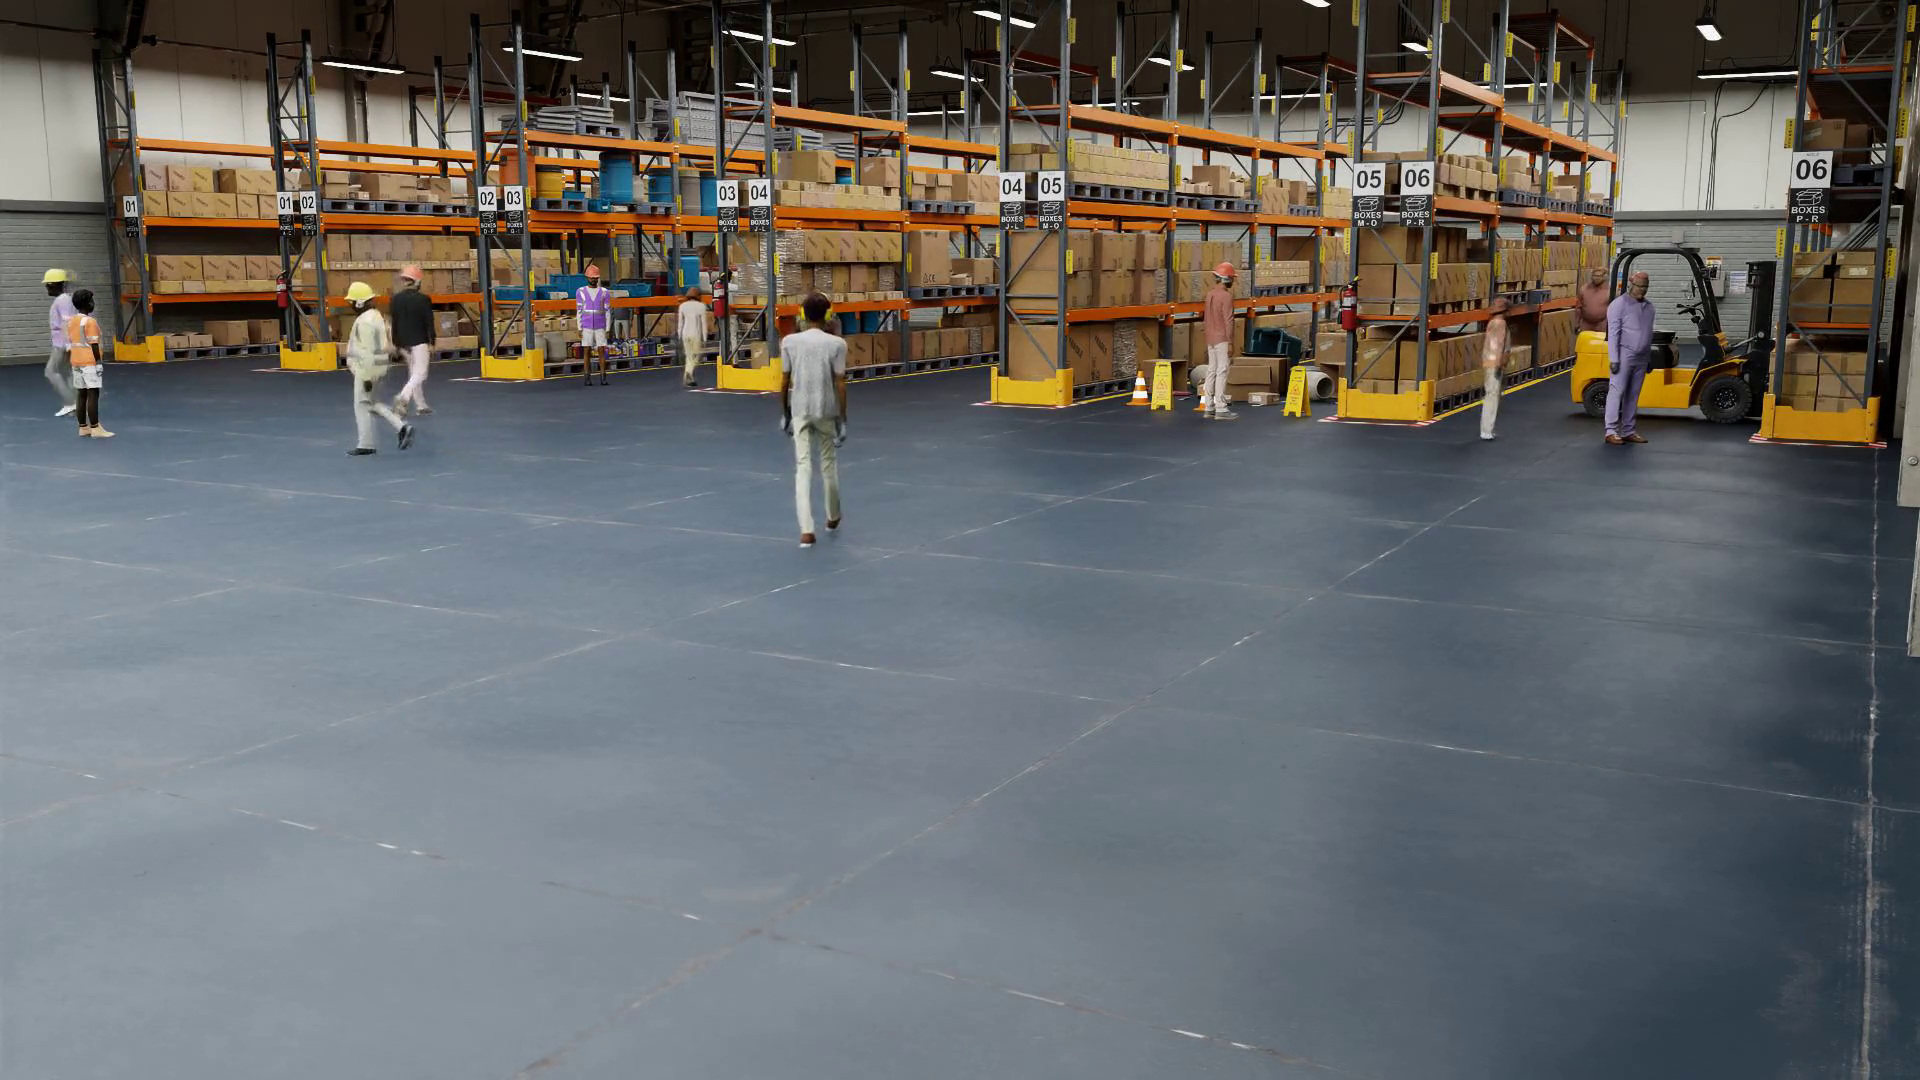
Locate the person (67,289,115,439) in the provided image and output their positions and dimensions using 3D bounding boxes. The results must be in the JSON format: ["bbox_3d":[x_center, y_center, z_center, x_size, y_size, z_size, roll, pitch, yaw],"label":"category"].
[{"bbox_3d":[-9.936,-2.000,18.958,0.539,1.696,0.317,7,12,35],"label":"person"}]

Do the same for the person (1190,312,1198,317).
[{"bbox_3d":[4.853,-4.396,33.189,0.513,1.630,0.318,2,10,14],"label":"person"}]

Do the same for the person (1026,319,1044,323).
[{"bbox_3d":[1.435,-4.118,31.389,0.526,1.684,0.984,8,12,38],"label":"person"}]

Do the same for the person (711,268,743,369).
[{"bbox_3d":[-4.274,-4.063,30.559,0.586,1.860,0.342,-1,10,-4],"label":"person"}]

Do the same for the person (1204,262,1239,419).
[{"bbox_3d":[3.338,-2.533,21.211,0.388,1.990,0.624,-3,10,-19],"label":"person"}]

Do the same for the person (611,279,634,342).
[{"bbox_3d":[-6.599,-4.277,32.473,0.497,1.633,0.284,4,10,20],"label":"person"}]

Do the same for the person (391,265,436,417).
[{"bbox_3d":[-7.052,-2.545,21.374,0.628,1.970,0.852,3,10,19],"label":"person"}]

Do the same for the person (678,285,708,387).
[{"bbox_3d":[-4.249,-3.212,26.248,0.534,1.617,0.466,4,10,22],"label":"person"}]

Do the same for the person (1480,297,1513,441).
[{"bbox_3d":[6.069,-1.928,18.807,0.319,1.607,0.670,1,10,7],"label":"person"}]

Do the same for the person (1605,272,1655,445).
[{"bbox_3d":[7.439,-2.006,18.404,0.640,1.901,0.401,-5,11,-26],"label":"person"}]

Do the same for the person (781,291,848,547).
[{"bbox_3d":[-1.061,-0.898,12.154,0.515,1.822,0.969,0,10,0],"label":"person"}]

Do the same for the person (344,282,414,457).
[{"bbox_3d":[-6.045,-1.754,17.164,0.590,1.813,0.603,-1,10,-4],"label":"person"}]

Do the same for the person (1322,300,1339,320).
[{"bbox_3d":[8.683,-5.504,38.839,0.630,1.910,0.588,-6,11,-32],"label":"person"}]

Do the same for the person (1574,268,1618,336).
[{"bbox_3d":[10.400,-3.513,27.286,0.680,1.869,0.903,5,11,29],"label":"person"}]

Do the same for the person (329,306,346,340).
[{"bbox_3d":[-12.194,-4.249,32.355,0.498,1.617,0.421,5,11,28],"label":"person"}]

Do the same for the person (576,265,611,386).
[{"bbox_3d":[-5.869,-3.430,26.672,0.540,1.929,0.391,-2,10,-14],"label":"person"}]

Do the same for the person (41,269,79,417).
[{"bbox_3d":[-11.569,-2.524,21.392,0.504,1.905,0.601,-4,10,-21],"label":"person"}]

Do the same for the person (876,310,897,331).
[{"bbox_3d":[-1.588,-4.993,35.979,0.535,1.868,0.309,7,12,34],"label":"person"}]

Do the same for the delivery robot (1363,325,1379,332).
[{"bbox_3d":[9.371,-4.630,37.415,0.707,0.478,0.477,-2,10,-11],"label":"delivery robot"}]

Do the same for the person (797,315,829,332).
[{"bbox_3d":[-2.605,-3.921,29.539,0.622,1.932,0.370,0,10,3],"label":"person"}]

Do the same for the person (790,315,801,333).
[{"bbox_3d":[-3.077,-4.504,32.636,0.642,2.030,0.438,6,11,31],"label":"person"}]
